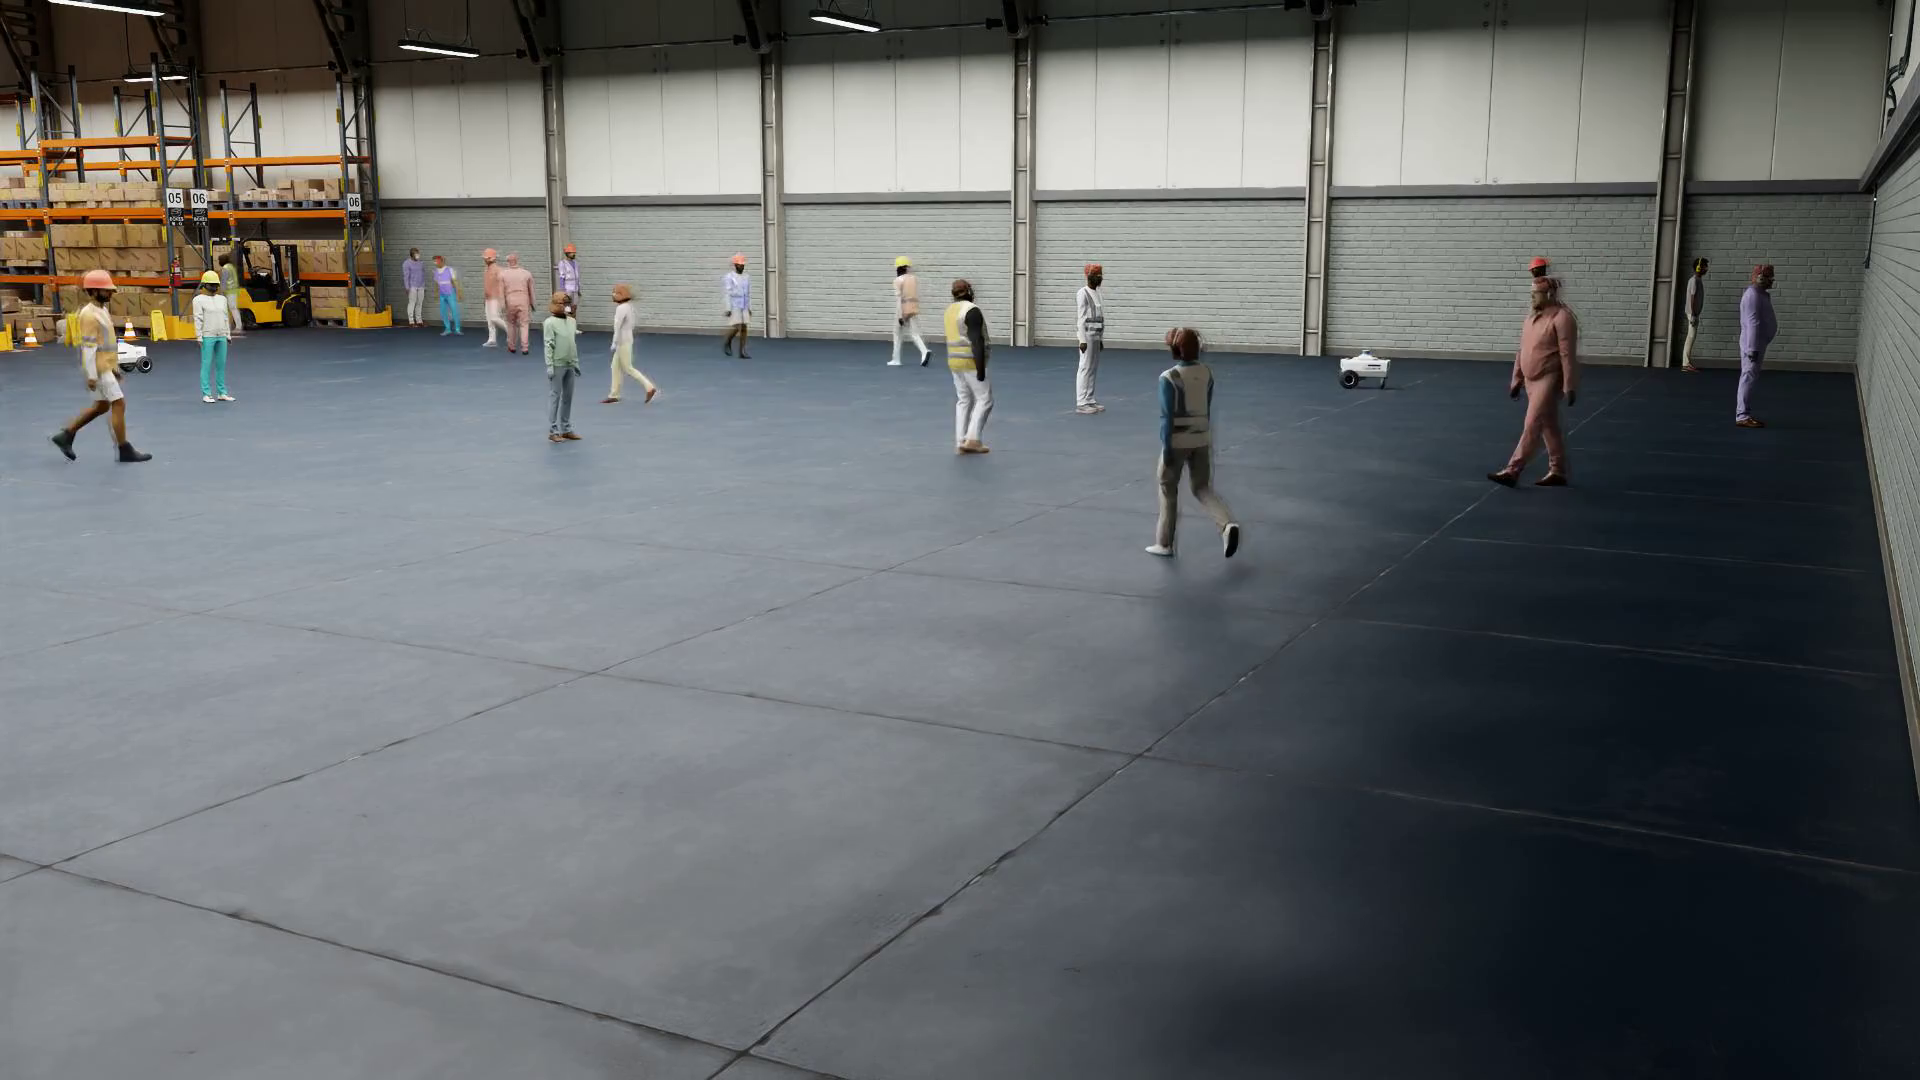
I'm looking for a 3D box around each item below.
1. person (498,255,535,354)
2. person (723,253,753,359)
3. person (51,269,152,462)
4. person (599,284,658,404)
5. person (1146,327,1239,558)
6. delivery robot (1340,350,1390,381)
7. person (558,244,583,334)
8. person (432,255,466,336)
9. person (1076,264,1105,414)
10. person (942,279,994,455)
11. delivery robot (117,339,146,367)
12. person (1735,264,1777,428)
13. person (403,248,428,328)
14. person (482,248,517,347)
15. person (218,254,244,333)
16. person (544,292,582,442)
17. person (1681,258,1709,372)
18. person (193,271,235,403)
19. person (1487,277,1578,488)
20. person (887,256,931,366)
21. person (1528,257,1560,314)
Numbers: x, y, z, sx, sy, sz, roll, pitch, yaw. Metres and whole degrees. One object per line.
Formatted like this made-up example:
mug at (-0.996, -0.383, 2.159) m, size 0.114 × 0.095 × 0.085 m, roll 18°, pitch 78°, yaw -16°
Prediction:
person at (-8.413, -4.459, 31.561) m, size 0.672 × 1.847 × 1.006 m, roll -4°, pitch 11°, yaw -19°
person at (-4.034, -4.255, 30.296) m, size 0.489 × 1.923 × 0.541 m, roll 9°, pitch 14°, yaw 42°
person at (-8.543, -1.702, 16.387) m, size 0.851 × 1.916 × 0.546 m, roll -3°, pitch 11°, yaw -18°
person at (-4.435, -2.608, 22.162) m, size 0.757 × 1.604 × 0.500 m, roll -1°, pitch 10°, yaw -5°
person at (1.598, -0.655, 11.458) m, size 0.517 × 1.616 × 0.684 m, roll -7°, pitch 13°, yaw -34°
delivery robot at (5.954, -2.550, 24.446) m, size 0.707 × 0.478 × 0.477 m, roll 2°, pitch 11°, yaw 10°
person at (-8.770, -5.653, 37.567) m, size 0.387 × 2.039 × 0.616 m, roll 5°, pitch 12°, yaw 27°
person at (-11.378, -5.442, 37.083) m, size 0.740 × 1.808 × 0.400 m, roll 5°, pitch 11°, yaw 25°
person at (1.660, -2.550, 21.075) m, size 0.340 × 1.883 × 0.586 m, roll 5°, pitch 12°, yaw 27°
person at (0.086, -1.767, 17.054) m, size 0.429 × 1.795 × 0.719 m, roll -6°, pitch 12°, yaw -31°
delivery robot at (-13.607, -3.018, 27.002) m, size 0.477 × 0.478 × 0.707 m, roll 5°, pitch 12°, yaw 27°
person at (9.359, -2.278, 19.534) m, size 0.406 × 1.904 × 0.654 m, roll 5°, pitch 12°, yaw 27°
person at (-13.249, -6.133, 40.469) m, size 0.355 × 1.936 × 0.637 m, roll 5°, pitch 12°, yaw 27°
person at (-9.377, -4.889, 33.578) m, size 0.589 × 1.977 × 0.619 m, roll -9°, pitch 14°, yaw -40°
person at (-16.820, -5.629, 38.115) m, size 0.732 × 1.800 × 0.751 m, roll -2°, pitch 11°, yaw -11°
person at (-4.330, -1.878, 18.141) m, size 0.317 × 1.628 × 0.520 m, roll 5°, pitch 11°, yaw 25°
person at (12.176, -3.724, 27.530) m, size 0.312 × 1.865 × 0.537 m, roll 5°, pitch 12°, yaw 27°
person at (-10.040, -2.733, 22.400) m, size 0.323 × 1.765 × 0.534 m, roll 5°, pitch 12°, yaw 27°
person at (5.061, -1.387, 14.756) m, size 0.943 × 1.866 × 0.676 m, roll -2°, pitch 11°, yaw -11°
person at (-0.889, -3.917, 28.512) m, size 0.834 × 1.899 × 0.592 m, roll 9°, pitch 14°, yaw 42°
person at (9.353, -3.577, 26.665) m, size 0.930 × 1.877 × 0.567 m, roll -2°, pitch 11°, yaw -9°
